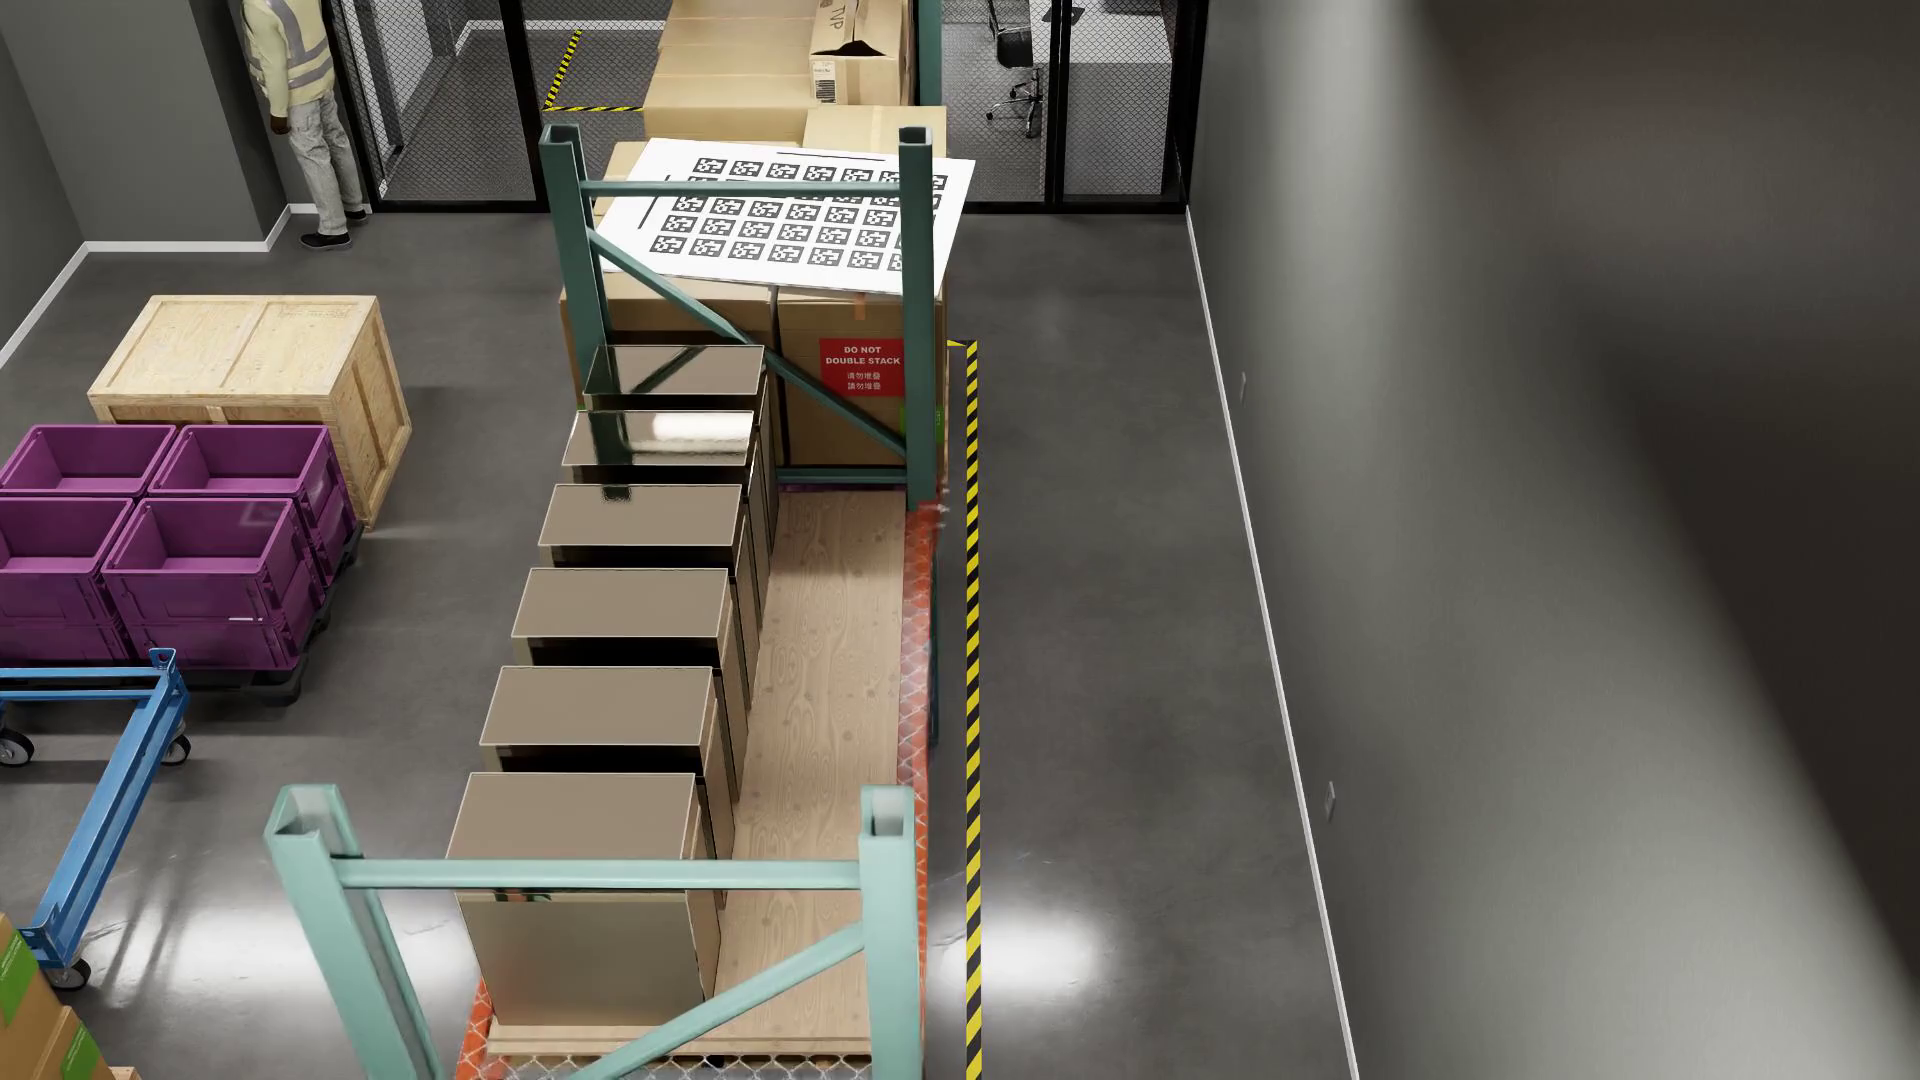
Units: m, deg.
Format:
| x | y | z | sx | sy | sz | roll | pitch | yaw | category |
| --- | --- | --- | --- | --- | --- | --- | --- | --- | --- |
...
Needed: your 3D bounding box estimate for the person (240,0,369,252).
| x | y | z | sx | sy | sz | roll | pitch | yaw | category |
| --- | --- | --- | --- | --- | --- | --- | --- | --- | --- |
| -3.473 | -2.393 | 8.701 | 0.404 | 1.833 | 0.592 | 5 | 41 | 6 | person |
